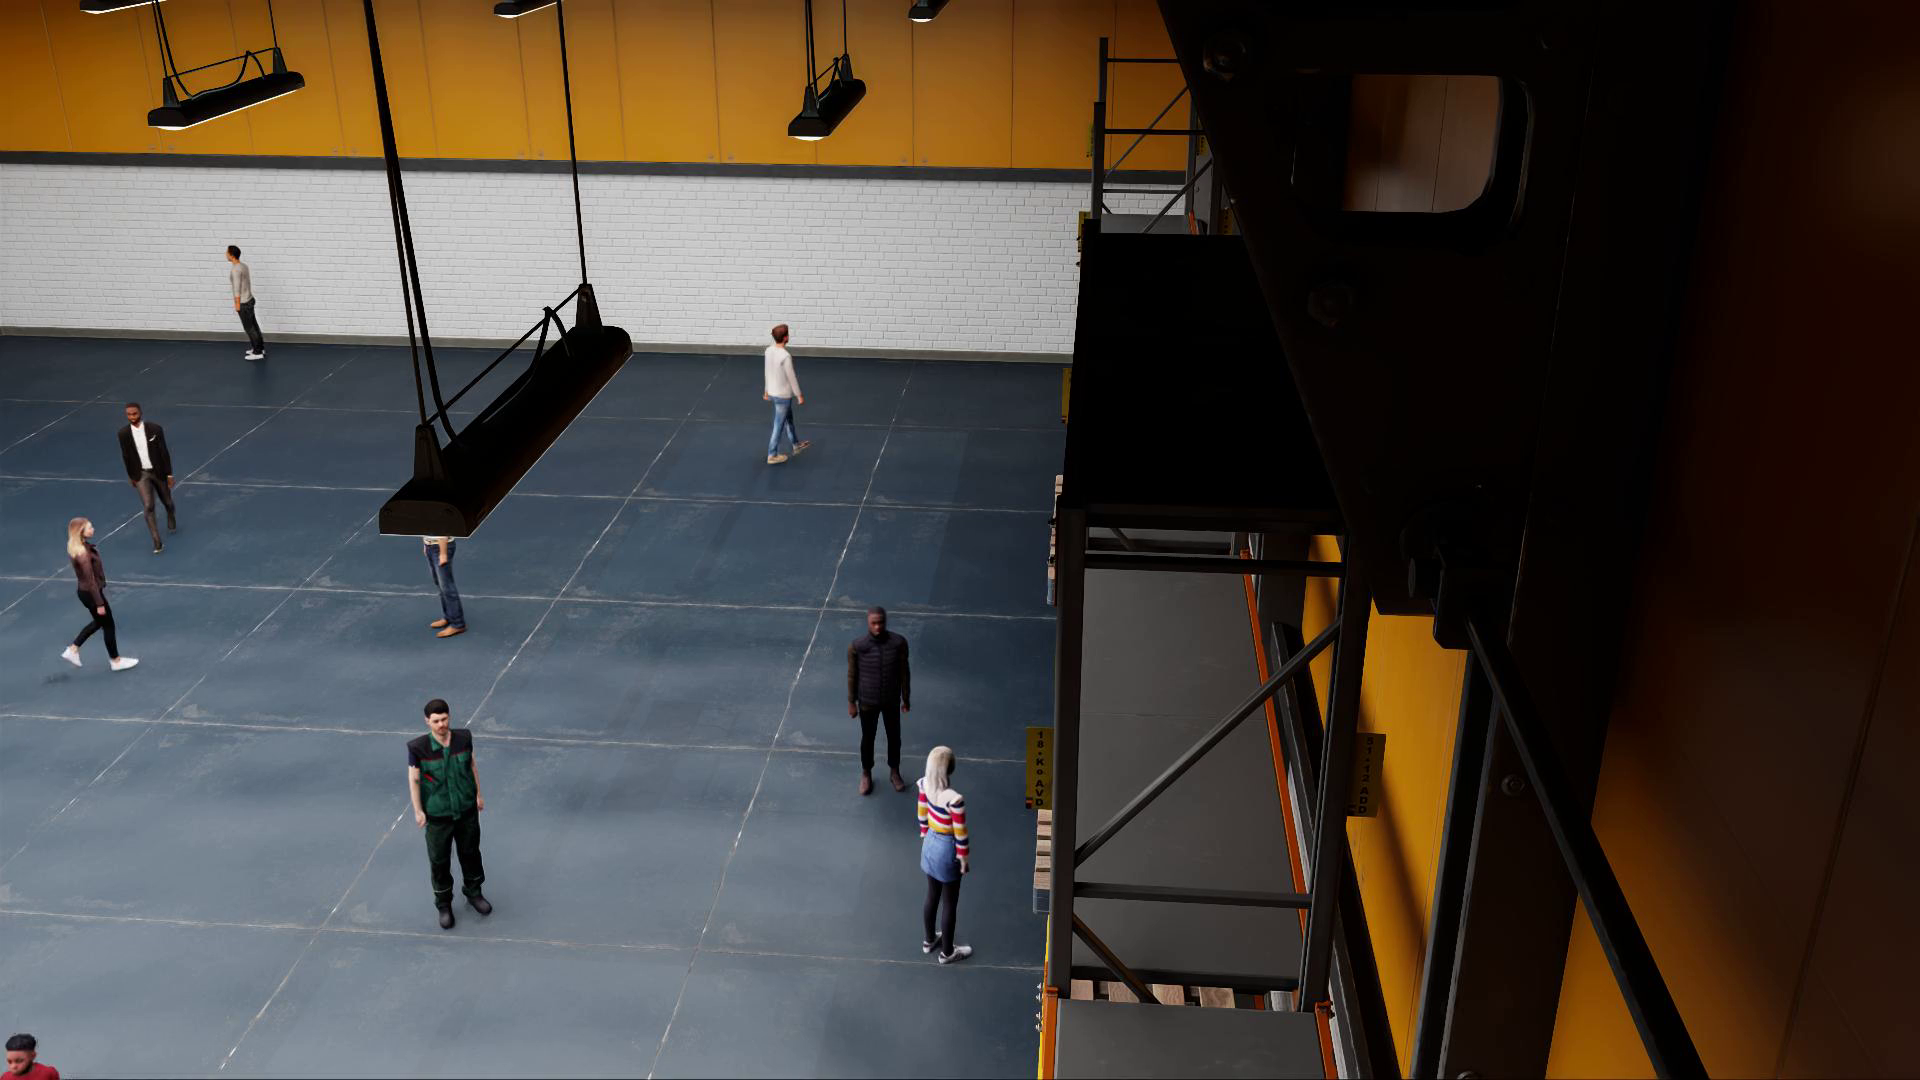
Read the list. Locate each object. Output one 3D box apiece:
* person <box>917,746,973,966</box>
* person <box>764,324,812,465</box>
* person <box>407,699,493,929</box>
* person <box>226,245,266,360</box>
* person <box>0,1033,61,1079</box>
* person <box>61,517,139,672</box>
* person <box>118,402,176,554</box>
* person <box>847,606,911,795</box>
[{"bbox_3d":[-0.135,2.328,12.422,0.756,1.808,0.697,-19,30,-36],"label":"person"},{"bbox_3d":[-2.438,-1.901,22.013,1.098,1.875,1.055,-17,29,-33],"label":"person"},{"bbox_3d":[-3.957,2.075,12.885,0.764,1.901,0.799,-15,28,-31],"label":"person"},{"bbox_3d":[-11.349,-3.791,26.421,0.749,1.807,0.580,-5,24,-10],"label":"person"},{"bbox_3d":[-5.697,3.549,10.331,0.566,1.247,0.571,-6,24,-13],"label":"person"},{"bbox_3d":[-8.722,0.572,16.585,0.983,1.692,0.941,-16,28,-33],"label":"person"},{"bbox_3d":[-9.522,-0.789,19.594,0.965,1.776,1.191,-9,25,-19],"label":"person"},{"bbox_3d":[-0.703,1.387,14.547,0.768,1.830,0.691,-5,24,-11],"label":"person"}]
